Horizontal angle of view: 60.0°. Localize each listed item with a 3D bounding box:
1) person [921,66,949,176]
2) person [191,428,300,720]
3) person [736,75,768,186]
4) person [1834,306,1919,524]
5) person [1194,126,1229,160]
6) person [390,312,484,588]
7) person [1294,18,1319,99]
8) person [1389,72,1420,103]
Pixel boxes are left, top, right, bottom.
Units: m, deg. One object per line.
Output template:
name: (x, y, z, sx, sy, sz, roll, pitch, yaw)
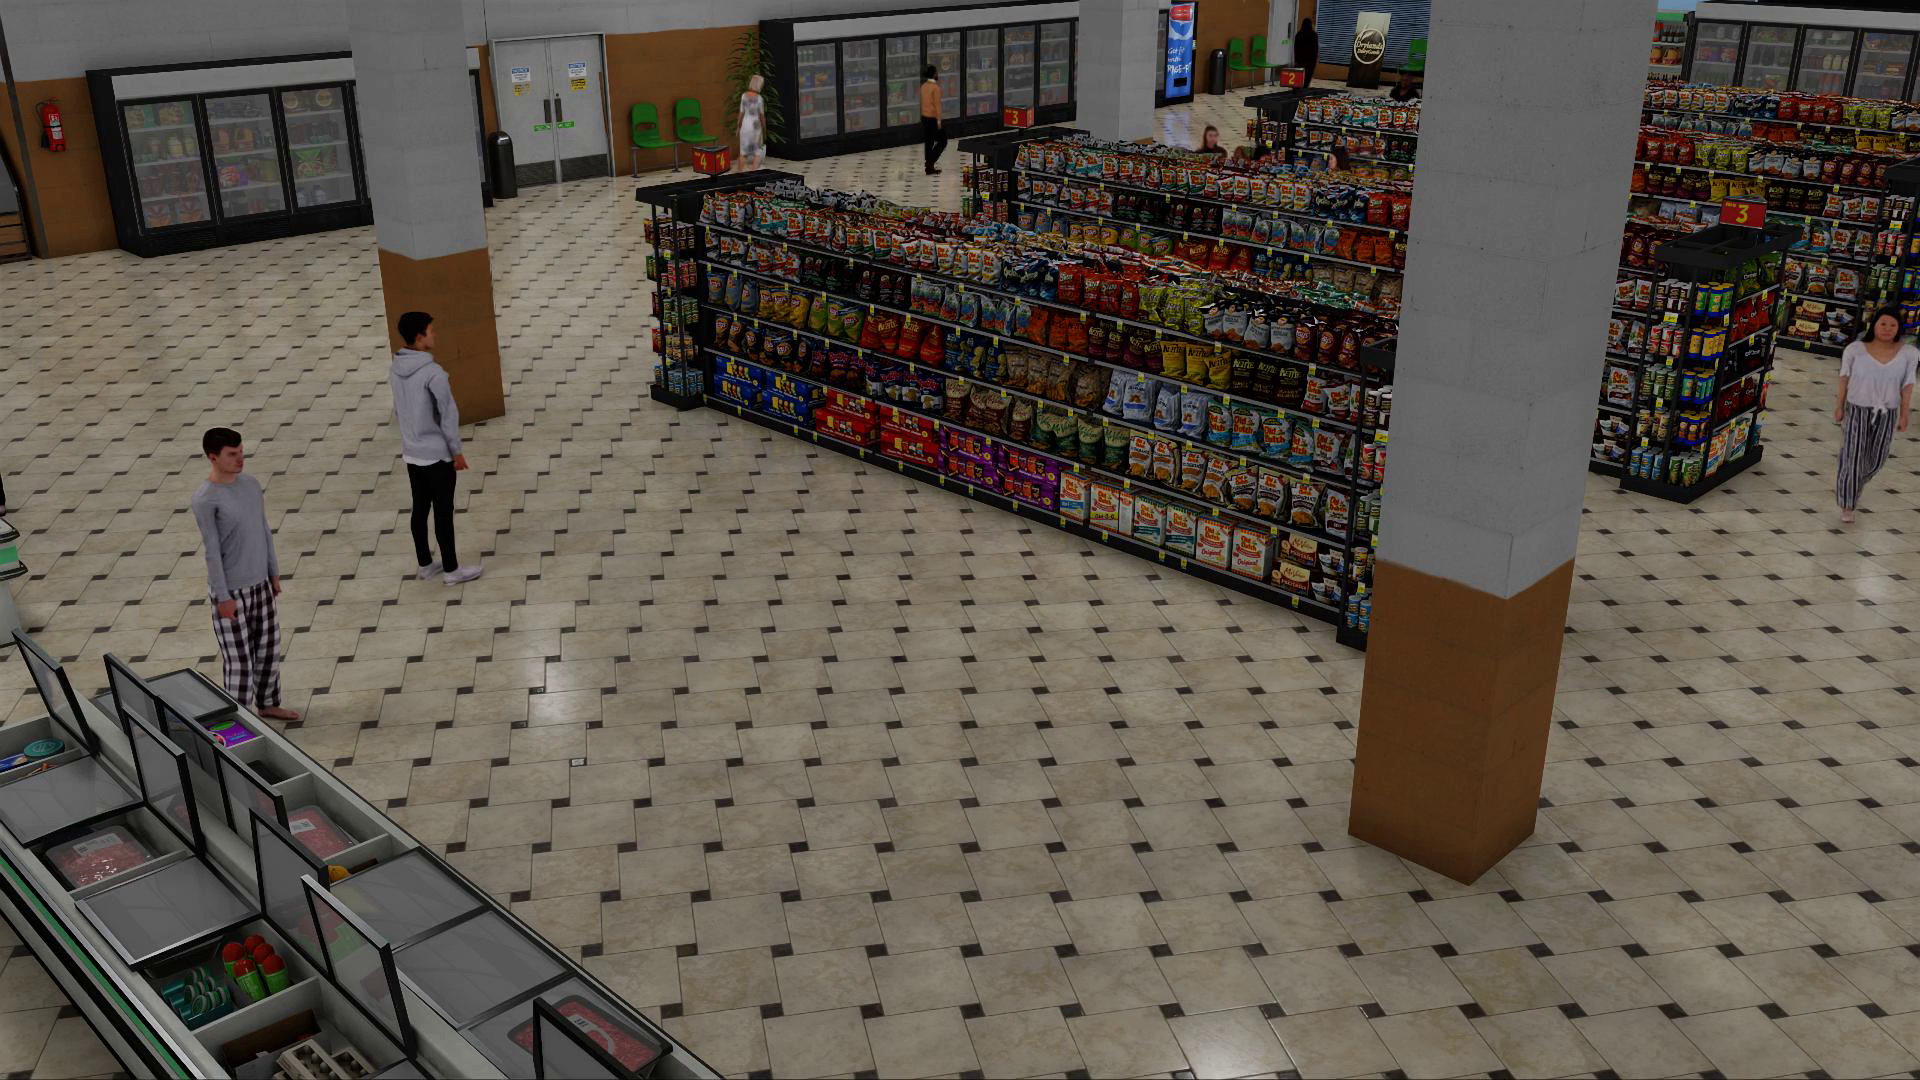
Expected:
person: (-0.516, -6.851, 27.223, 0.769, 1.749, 0.633, -15, 27, -33)
person: (-4.100, 0.241, 9.445, 0.675, 1.843, 0.686, 9, 24, 21)
person: (-3.338, -6.442, 26.244, 0.726, 1.720, 0.897, 2, 22, 6)
person: (6.997, -0.993, 12.780, 1.137, 1.648, 1.031, 8, 23, 19)
person: (3.184, -4.467, 21.393, 0.972, 1.671, 1.170, -5, 23, -13)
person: (-3.685, -0.630, 11.503, 0.611, 1.926, 0.798, 11, 25, 26)
person: (7.500, -10.382, 36.051, 1.096, 1.719, 0.976, 9, 24, 21)
person: (6.927, -6.381, 25.988, 0.708, 1.797, 0.741, 19, 29, 39)
